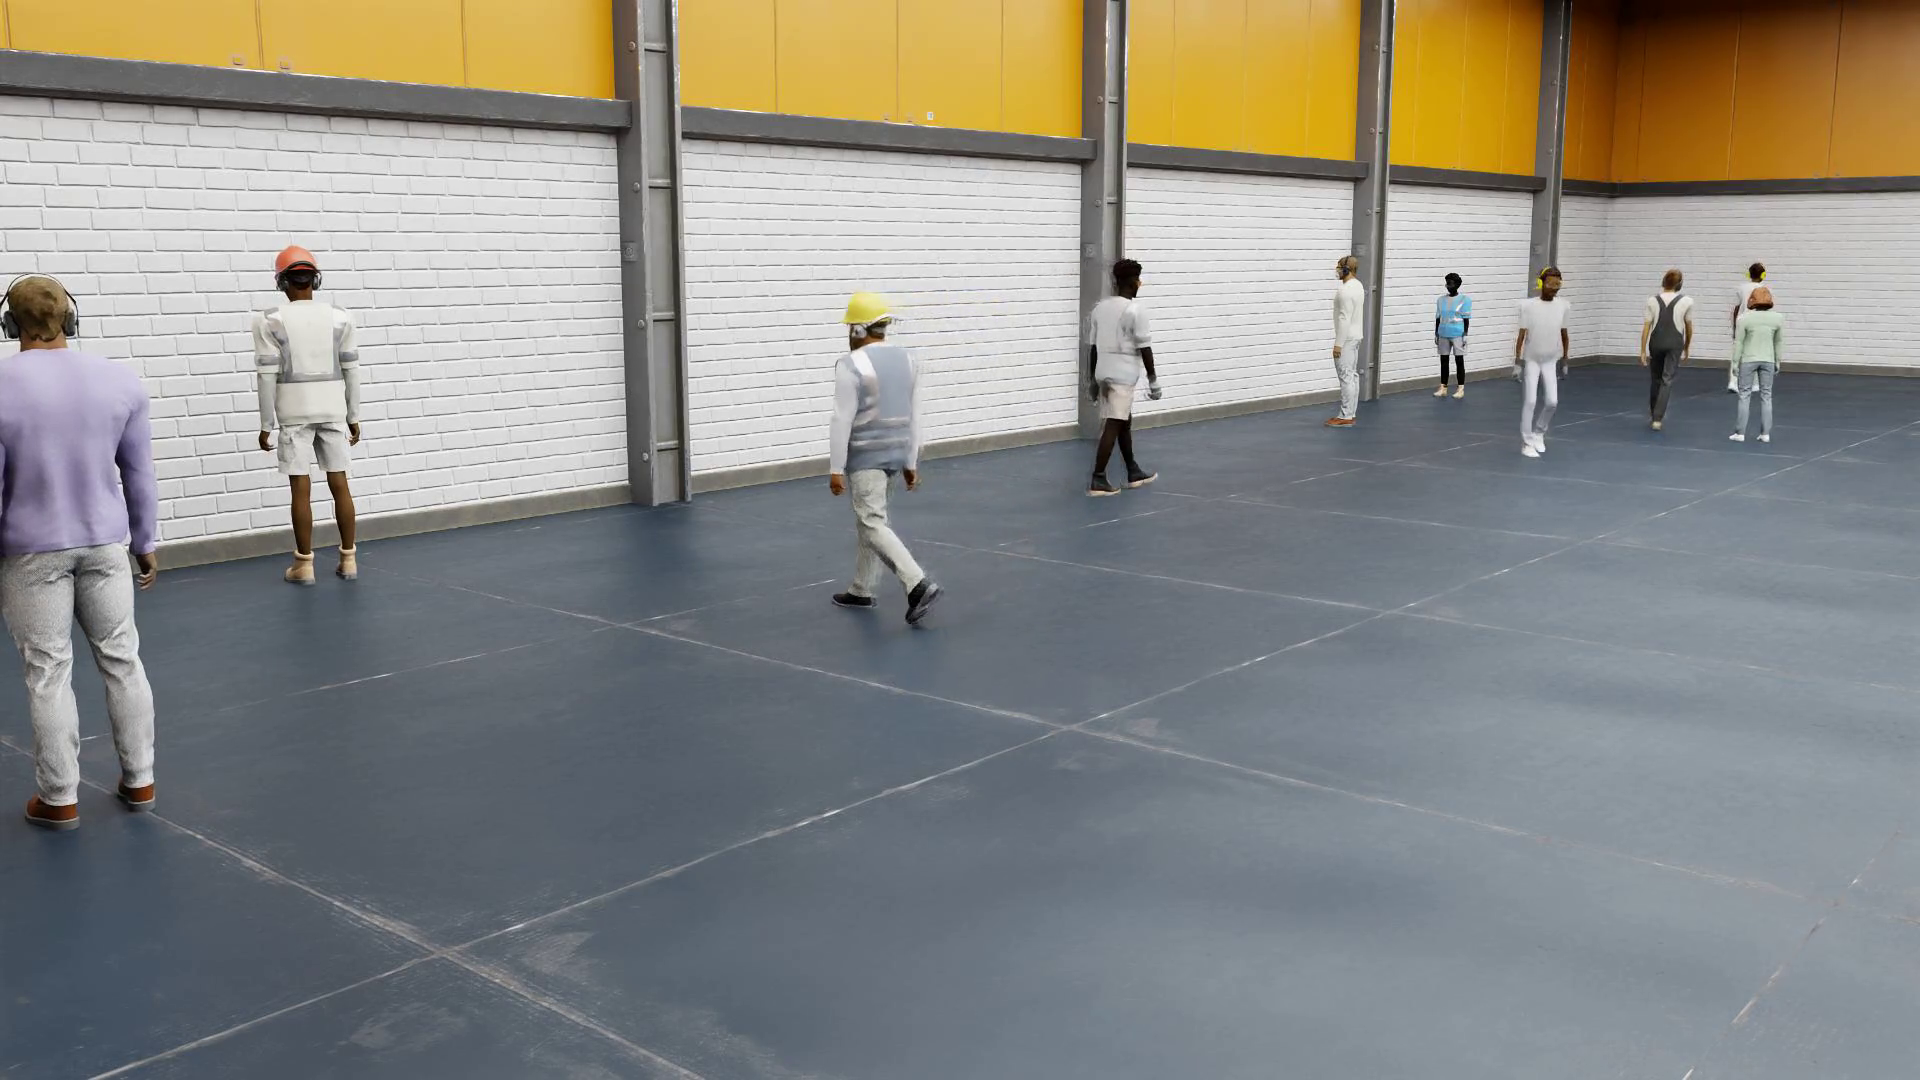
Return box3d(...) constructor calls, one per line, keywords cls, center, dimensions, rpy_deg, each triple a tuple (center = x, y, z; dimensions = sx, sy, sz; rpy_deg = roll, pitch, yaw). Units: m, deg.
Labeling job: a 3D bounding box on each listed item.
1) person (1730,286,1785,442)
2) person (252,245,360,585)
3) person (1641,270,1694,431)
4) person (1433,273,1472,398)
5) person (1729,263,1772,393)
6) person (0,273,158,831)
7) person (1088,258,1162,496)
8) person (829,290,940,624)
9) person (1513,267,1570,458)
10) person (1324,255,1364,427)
box3d(cls="person", center=(8.349, -1.837, 17.425), dimensions=(0.501, 1.623, 0.292), rpy_deg=(1, 10, 5))
box3d(cls="person", center=(-3.935, -0.747, 10.048), dimensions=(0.605, 2.036, 0.388), rpy_deg=(-7, 12, -36))
box3d(cls="person", center=(7.912, -2.122, 18.629), dimensions=(0.496, 1.789, 0.995), rpy_deg=(7, 12, 33))
box3d(cls="person", center=(6.657, -2.765, 22.524), dimensions=(0.319, 1.693, 0.530), rpy_deg=(-10, 14, -44))
box3d(cls="person", center=(11.060, -2.967, 23.302), dimensions=(0.959, 1.830, 0.536), rpy_deg=(-10, 14, -44))
box3d(cls="person", center=(-3.129, 0.045, 5.822), dimensions=(0.351, 1.936, 0.634), rpy_deg=(10, 14, 44))
box3d(cls="person", center=(1.399, -1.342, 13.715), dimensions=(0.937, 1.925, 0.609), rpy_deg=(-6, 12, -31))
box3d(cls="person", center=(-0.417, -0.448, 9.028), dimensions=(0.839, 1.805, 0.599), rpy_deg=(8, 13, 39))
box3d(cls="person", center=(5.623, -1.714, 16.097), dimensions=(0.576, 1.846, 0.403), rpy_deg=(0, 10, 0))
box3d(cls="person", center=(4.376, -2.248, 18.874), dimensions=(0.372, 1.940, 0.632), rpy_deg=(5, 11, 25))
